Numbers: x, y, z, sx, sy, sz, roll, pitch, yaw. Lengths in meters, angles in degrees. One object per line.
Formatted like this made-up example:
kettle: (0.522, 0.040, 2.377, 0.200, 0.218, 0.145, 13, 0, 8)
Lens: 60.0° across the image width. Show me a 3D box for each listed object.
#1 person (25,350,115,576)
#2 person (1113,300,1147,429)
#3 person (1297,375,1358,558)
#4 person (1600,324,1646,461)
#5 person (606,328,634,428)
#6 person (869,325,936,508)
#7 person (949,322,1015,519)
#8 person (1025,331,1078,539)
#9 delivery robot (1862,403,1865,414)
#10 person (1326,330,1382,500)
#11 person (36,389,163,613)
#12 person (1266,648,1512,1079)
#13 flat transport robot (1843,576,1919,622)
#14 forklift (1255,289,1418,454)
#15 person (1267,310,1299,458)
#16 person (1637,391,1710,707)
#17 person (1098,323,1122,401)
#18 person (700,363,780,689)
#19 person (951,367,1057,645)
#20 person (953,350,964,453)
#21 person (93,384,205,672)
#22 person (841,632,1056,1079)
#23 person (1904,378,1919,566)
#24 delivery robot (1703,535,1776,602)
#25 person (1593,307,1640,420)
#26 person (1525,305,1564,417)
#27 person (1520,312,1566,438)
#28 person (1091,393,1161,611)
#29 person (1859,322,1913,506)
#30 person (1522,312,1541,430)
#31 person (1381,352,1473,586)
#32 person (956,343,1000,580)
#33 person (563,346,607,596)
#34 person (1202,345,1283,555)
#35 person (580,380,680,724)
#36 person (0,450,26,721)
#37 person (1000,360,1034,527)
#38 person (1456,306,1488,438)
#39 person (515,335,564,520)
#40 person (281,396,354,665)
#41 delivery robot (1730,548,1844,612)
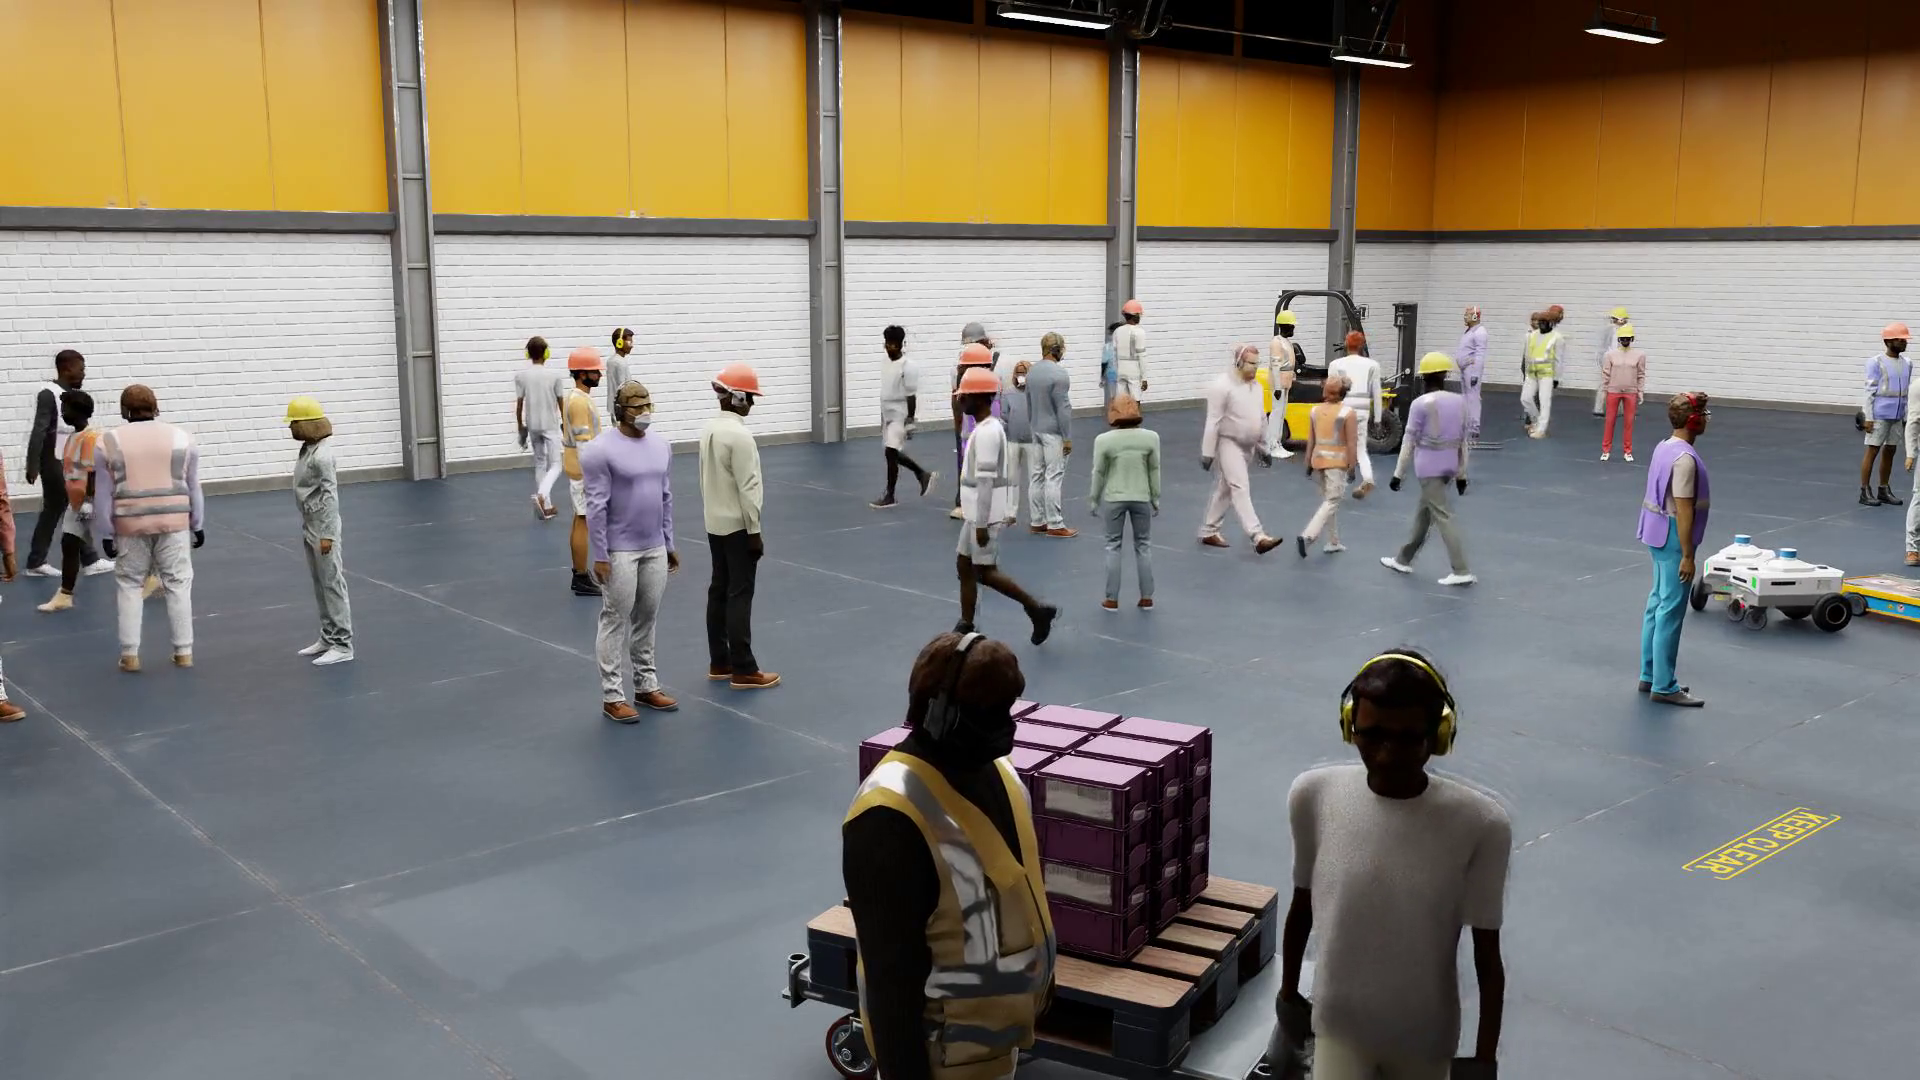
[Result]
person: (-7.360, -0.628, 13.738, 0.832, 1.857, 0.682, -2, 10, -14)
person: (2.344, -2.247, 22.692, 0.377, 2.044, 0.607, -7, 12, -37)
person: (3.205, -0.638, 14.553, 0.736, 1.614, 0.531, -7, 12, -37)
person: (8.525, -1.889, 21.403, 0.533, 1.767, 0.313, 3, 10, 16)
person: (-3.659, -1.359, 18.031, 0.326, 1.860, 0.518, -5, 11, -26)
person: (-0.594, -1.306, 17.505, 0.758, 1.929, 0.632, -6, 11, -31)
person: (0.228, -1.231, 16.747, 0.689, 2.000, 0.728, 3, 10, 18)
person: (0.850, -0.983, 15.594, 0.372, 1.939, 0.631, -6, 11, -30)
delivery robot: (13.820, -1.927, 24.892, 0.477, 0.478, 0.707, 1, 10, 4)
person: (4.228, -1.313, 17.783, 0.630, 1.857, 0.748, -1, 10, -3)
person: (-6.466, -0.306, 12.451, 0.533, 1.662, 0.841, 8, 13, 40)
person: (0.941, 1.116, 3.726, 0.530, 1.808, 1.019, 4, 10, 22)
flat transport robot: (6.987, 0.459, 12.024, 0.652, 0.197, 1.431, -4, 11, -24)
forklift: (5.034, -2.339, 22.783, 2.313, 2.155, 1.214, 3, 10, 16)
person: (4.235, -2.044, 21.836, 0.370, 1.928, 0.585, 4, 11, 24)
person: (4.219, 0.044, 9.836, 0.386, 1.849, 0.567, 2, 10, 10)
person: (2.301, -2.336, 24.303, 0.542, 1.666, 0.584, 7, 12, 34)
person: (-1.370, -0.086, 10.195, 0.391, 1.989, 0.611, -6, 12, -33)
person: (0.223, -0.193, 11.046, 0.776, 1.913, 0.552, 0, 10, -2)
person: (0.151, -1.971, 22.254, 0.514, 1.641, 0.307, 7, 12, 36)
person: (-5.153, -0.078, 10.612, 0.630, 1.833, 0.430, -5, 11, -28)
person: (-0.003, 1.103, 3.683, 0.429, 1.839, 0.623, 4, 10, 22)
person: (8.360, -0.729, 14.110, 0.629, 1.939, 0.372, 3, 10, 16)
delivery robot: (5.822, 0.205, 12.407, 0.477, 0.478, 0.707, 8, 13, 40)
person: (10.658, -2.837, 26.828, 0.821, 1.799, 0.615, 1, 10, 6)
person: (9.421, -2.854, 26.807, 0.622, 1.847, 0.474, -9, 13, -43)
person: (8.439, -2.383, 24.091, 0.434, 1.831, 0.659, -6, 12, -34)
person: (1.235, -0.275, 12.369, 0.512, 1.629, 0.295, -1, 10, -6)
person: (9.814, -1.326, 17.588, 0.549, 1.942, 0.347, -3, 10, -16)
person: (8.718, -2.552, 25.180, 0.562, 1.803, 0.445, -8, 13, -40)
person: (3.835, -0.583, 13.505, 0.602, 1.863, 1.020, -7, 12, -35)
person: (0.140, -0.629, 13.525, 0.364, 1.935, 0.553, 2, 10, 12)
person: (-2.909, -0.537, 12.979, 0.362, 1.939, 0.542, -3, 10, -16)
person: (2.521, -0.794, 14.796, 0.668, 1.855, 1.015, -9, 13, -43)
person: (-1.862, 0.057, 9.504, 0.371, 1.940, 0.627, 7, 12, 36)
person: (-5.561, 0.075, 9.279, 0.401, 1.984, 0.615, 5, 11, 26)
person: (0.621, -0.929, 16.172, 0.503, 1.633, 0.280, 2, 10, 14)
person: (7.435, -2.447, 24.259, 0.409, 1.909, 0.639, 0, 10, 1)
person: (-4.158, -1.102, 16.544, 0.528, 1.852, 0.710, 1, 10, 8)
person: (-4.176, -0.063, 10.783, 0.325, 1.740, 0.493, -7, 12, -34)
delivery robot: (5.876, 0.304, 11.831, 0.707, 0.478, 0.477, -1, 10, -5)
